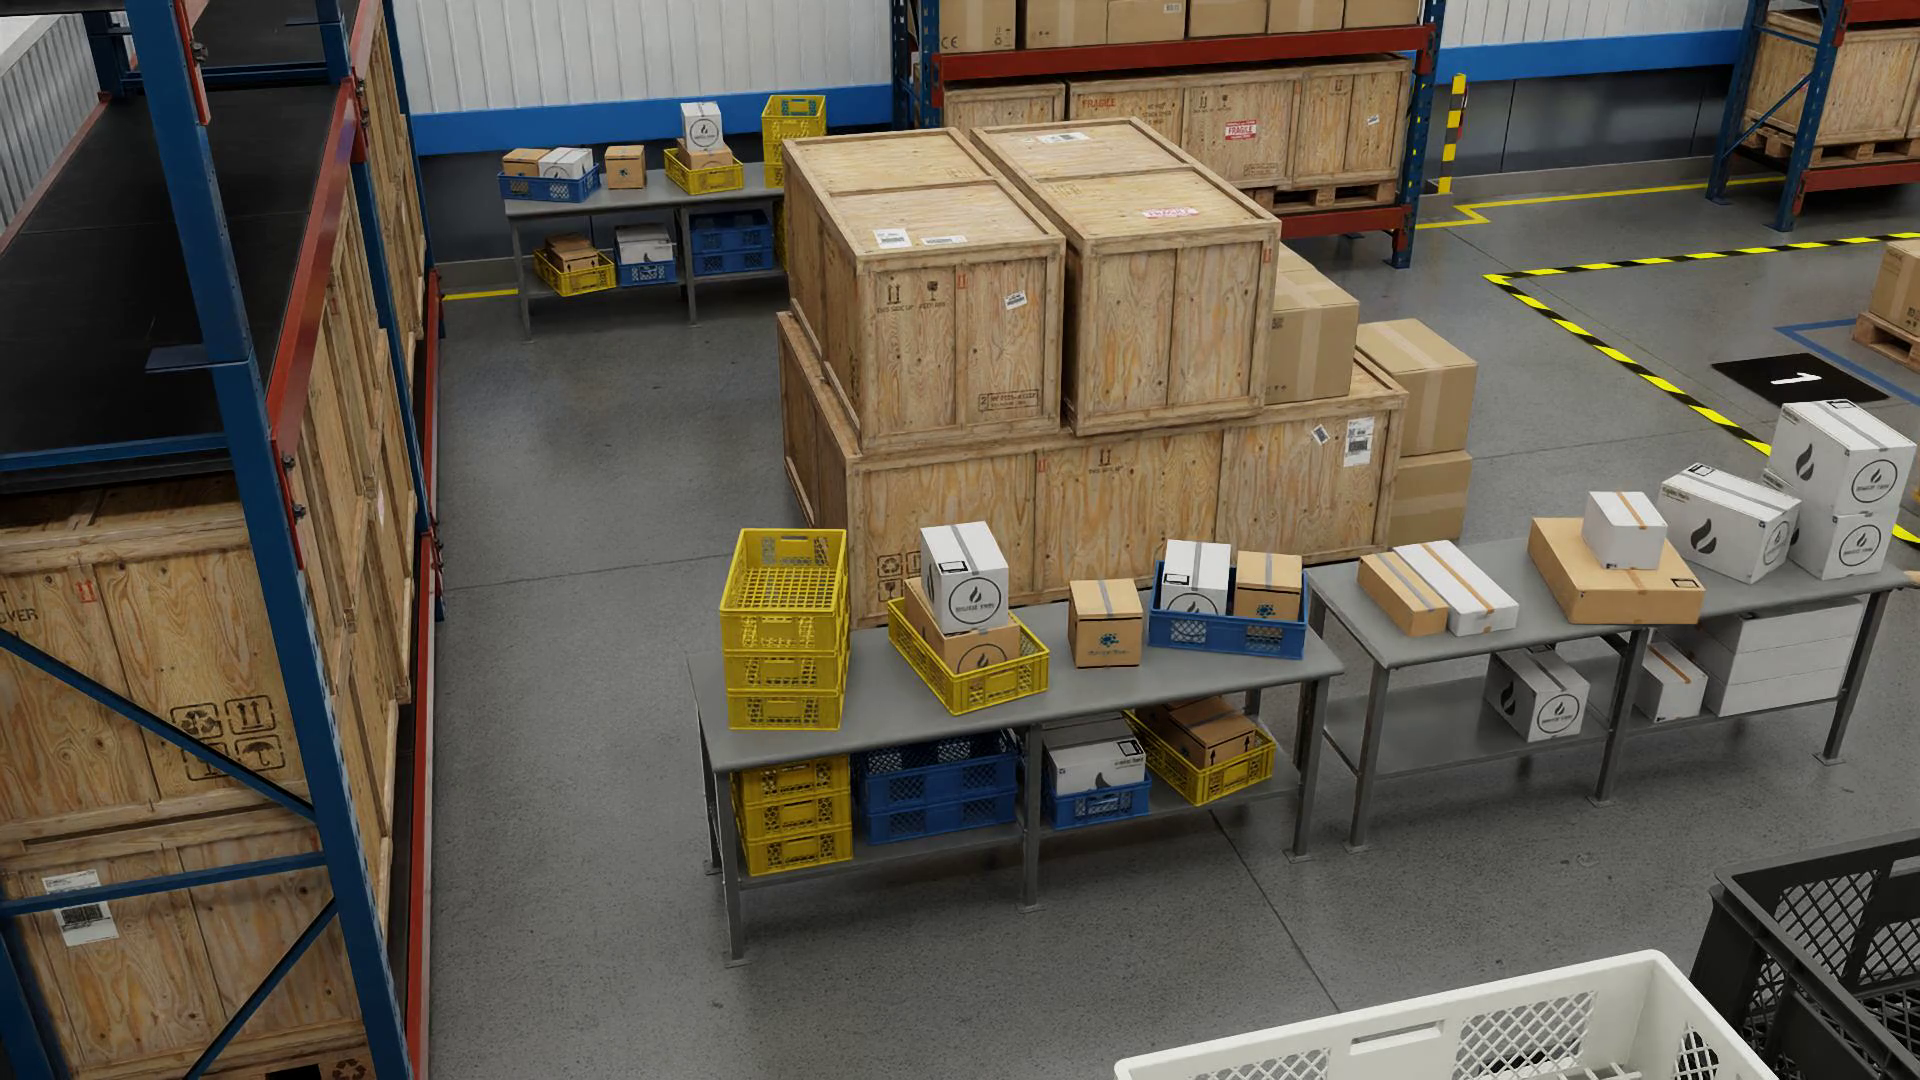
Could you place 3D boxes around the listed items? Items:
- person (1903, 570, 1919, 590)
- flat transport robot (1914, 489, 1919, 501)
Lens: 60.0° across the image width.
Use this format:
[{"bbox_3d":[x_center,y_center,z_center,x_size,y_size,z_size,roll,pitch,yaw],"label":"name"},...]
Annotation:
[{"bbox_3d":[5.188,-0.555,8.288,0.379,2.039,0.614,1,29,2],"label":"person"},{"bbox_3d":[6.068,-0.030,9.142,0.652,0.197,1.431,-7,30,-13],"label":"flat transport robot"}]
